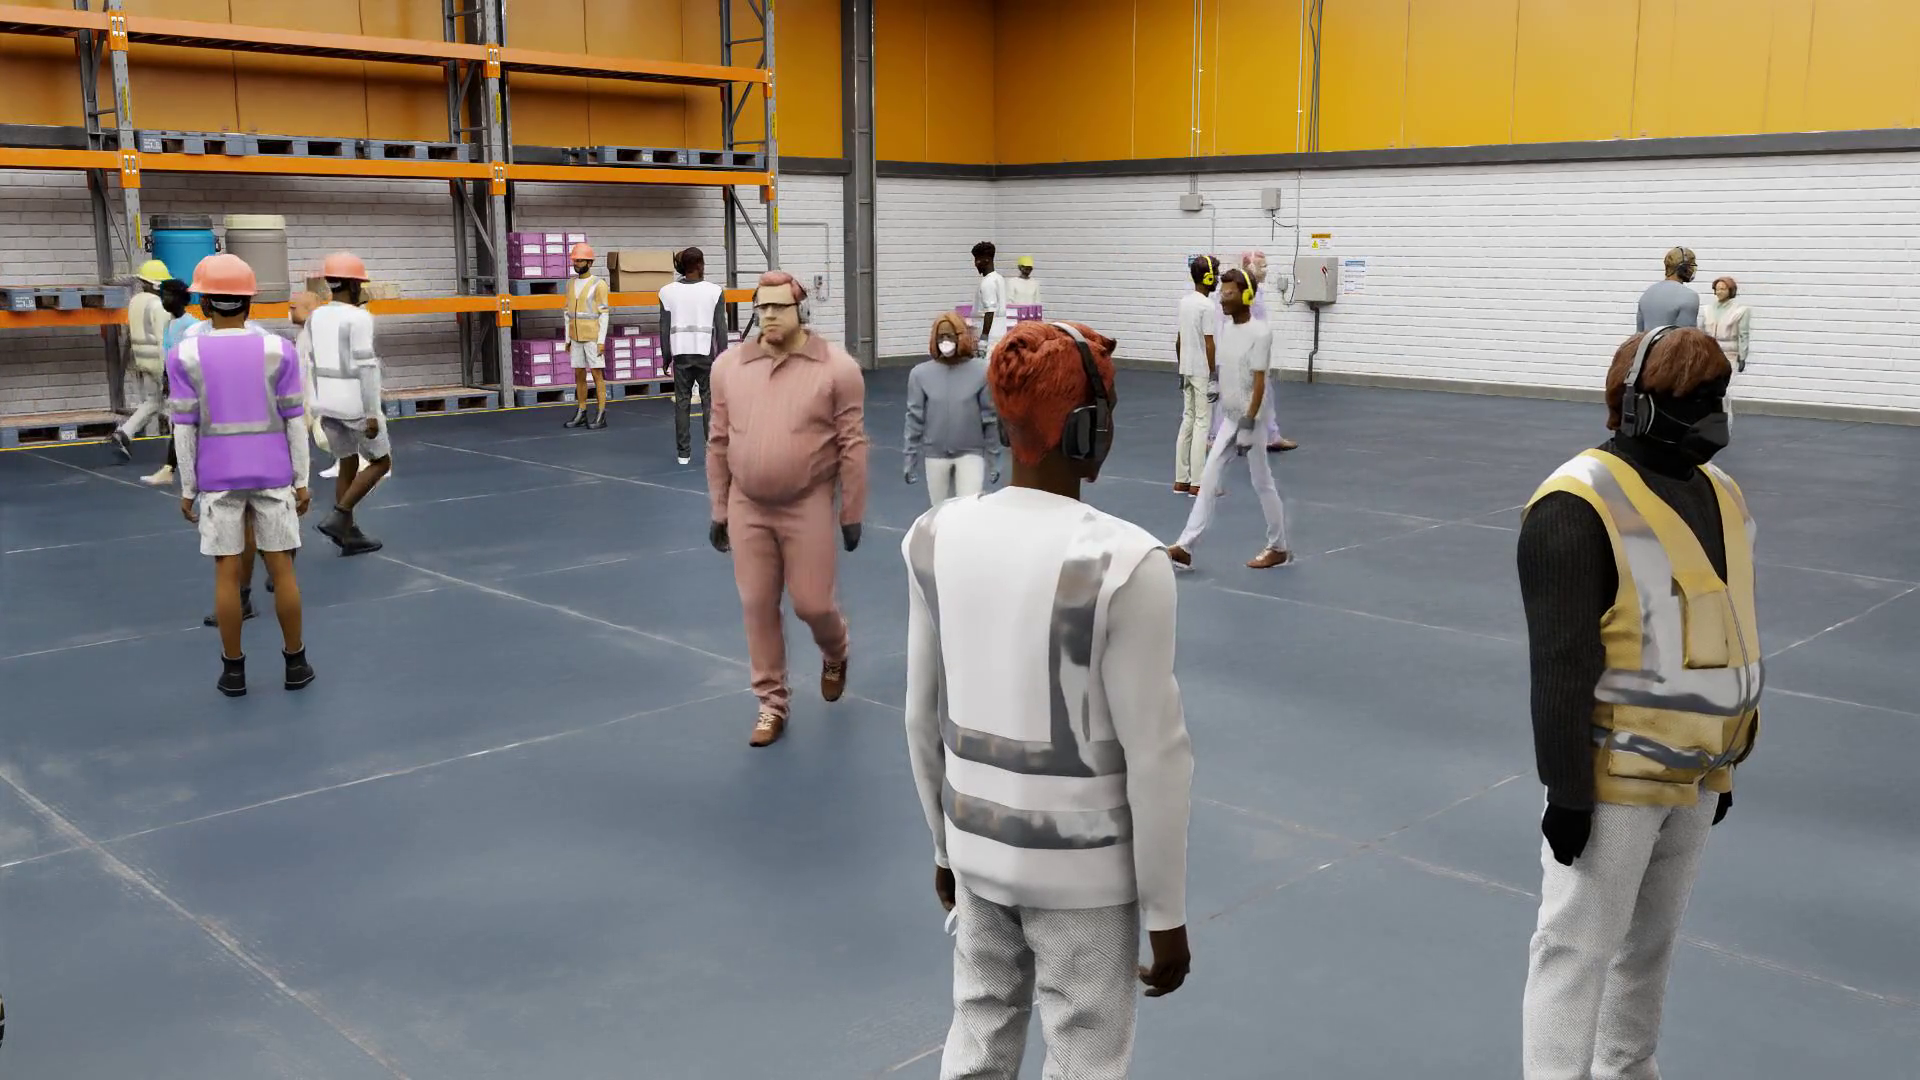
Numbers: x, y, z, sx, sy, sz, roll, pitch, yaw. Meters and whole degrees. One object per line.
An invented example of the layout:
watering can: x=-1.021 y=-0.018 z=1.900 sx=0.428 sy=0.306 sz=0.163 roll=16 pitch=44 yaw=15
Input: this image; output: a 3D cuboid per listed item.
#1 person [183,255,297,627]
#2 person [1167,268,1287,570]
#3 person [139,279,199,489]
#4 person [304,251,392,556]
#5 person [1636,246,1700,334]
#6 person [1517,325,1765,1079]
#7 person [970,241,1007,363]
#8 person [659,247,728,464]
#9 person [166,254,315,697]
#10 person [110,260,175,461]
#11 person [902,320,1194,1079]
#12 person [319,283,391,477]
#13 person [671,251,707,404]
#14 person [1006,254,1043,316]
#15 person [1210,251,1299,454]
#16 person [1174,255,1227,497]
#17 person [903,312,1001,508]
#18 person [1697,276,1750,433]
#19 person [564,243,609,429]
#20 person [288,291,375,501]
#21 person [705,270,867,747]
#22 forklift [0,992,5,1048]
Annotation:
person: x=-3.803 y=-0.536 z=8.792 sx=0.554 sy=1.924 sz=0.678 roll=4 pitch=11 yaw=20
person: x=1.611 y=-0.697 z=9.937 sx=0.957 sy=1.818 sz=0.554 roll=-5 pitch=11 yaw=-24
person: x=-6.307 y=-1.246 z=13.328 sx=0.802 sy=1.662 sz=0.551 roll=-9 pitch=14 yaw=-41
person: x=-3.842 y=-0.839 z=10.428 sx=0.554 sy=1.921 sz=0.458 roll=6 pitch=12 yaw=30
person: x=5.475 y=-1.294 z=12.879 sx=0.352 sy=1.937 sz=0.635 roll=-3 pitch=11 yaw=-14
person: x=1.424 y=0.479 z=3.476 sx=0.626 sy=1.844 sz=0.429 roll=-8 pitch=13 yaw=-37
person: x=0.293 y=-2.133 z=17.397 sx=0.377 sy=1.959 sz=0.603 roll=2 pitch=11 yaw=11
person: x=-2.357 y=-1.625 z=14.747 sx=0.594 sy=1.915 sz=0.373 roll=0 pitch=10 yaw=2
person: x=-3.157 y=-0.277 z=7.333 sx=0.542 sy=1.939 sz=0.366 roll=-4 pitch=11 yaw=-22
person: x=-7.150 y=-1.567 z=14.718 sx=0.602 sy=1.809 sz=0.700 roll=8 pitch=13 yaw=36
person: x=0.156 y=0.567 z=2.887 sx=0.575 sy=1.883 sz=0.355 roll=9 pitch=14 yaw=41
person: x=-5.072 y=-1.353 z=13.761 sx=0.684 sy=1.716 sz=0.512 roll=-7 pitch=13 yaw=-34
person: x=-3.275 y=-2.558 z=20.055 sx=0.429 sy=1.837 sz=0.620 roll=-7 pitch=12 yaw=-33
person: x=0.908 y=-3.094 z=23.174 sx=0.544 sy=1.753 sz=0.364 roll=-5 pitch=11 yaw=-25
person: x=2.747 y=-1.708 z=15.340 sx=0.905 sy=1.870 sz=0.659 roll=4 pitch=11 yaw=20
person: x=1.866 y=-1.263 z=12.918 sx=0.312 sy=1.863 sz=0.537 roll=-4 pitch=11 yaw=-21
person: x=-0.059 y=-0.414 z=8.967 sx=0.520 sy=1.611 sz=0.623 roll=2 pitch=11 yaw=12
person: x=7.474 y=-1.778 z=16.393 sx=0.396 sy=1.626 sz=0.523 roll=-9 pitch=13 yaw=-39
person: x=-3.927 y=-2.129 z=17.424 sx=0.545 sy=1.943 sz=0.347 roll=5 pitch=12 yaw=27
person: x=-4.857 y=-1.085 z=12.650 sx=0.735 sy=1.610 sz=0.504 roll=-5 pitch=12 yaw=-26
person: x=-0.699 y=-0.145 z=6.750 sx=0.649 sy=1.889 sz=0.616 roll=2 pitch=11 yaw=11
forklift: x=-3.245 y=0.323 z=3.363 sx=2.313 sy=2.155 sz=1.214 roll=2 pitch=11 yaw=13
